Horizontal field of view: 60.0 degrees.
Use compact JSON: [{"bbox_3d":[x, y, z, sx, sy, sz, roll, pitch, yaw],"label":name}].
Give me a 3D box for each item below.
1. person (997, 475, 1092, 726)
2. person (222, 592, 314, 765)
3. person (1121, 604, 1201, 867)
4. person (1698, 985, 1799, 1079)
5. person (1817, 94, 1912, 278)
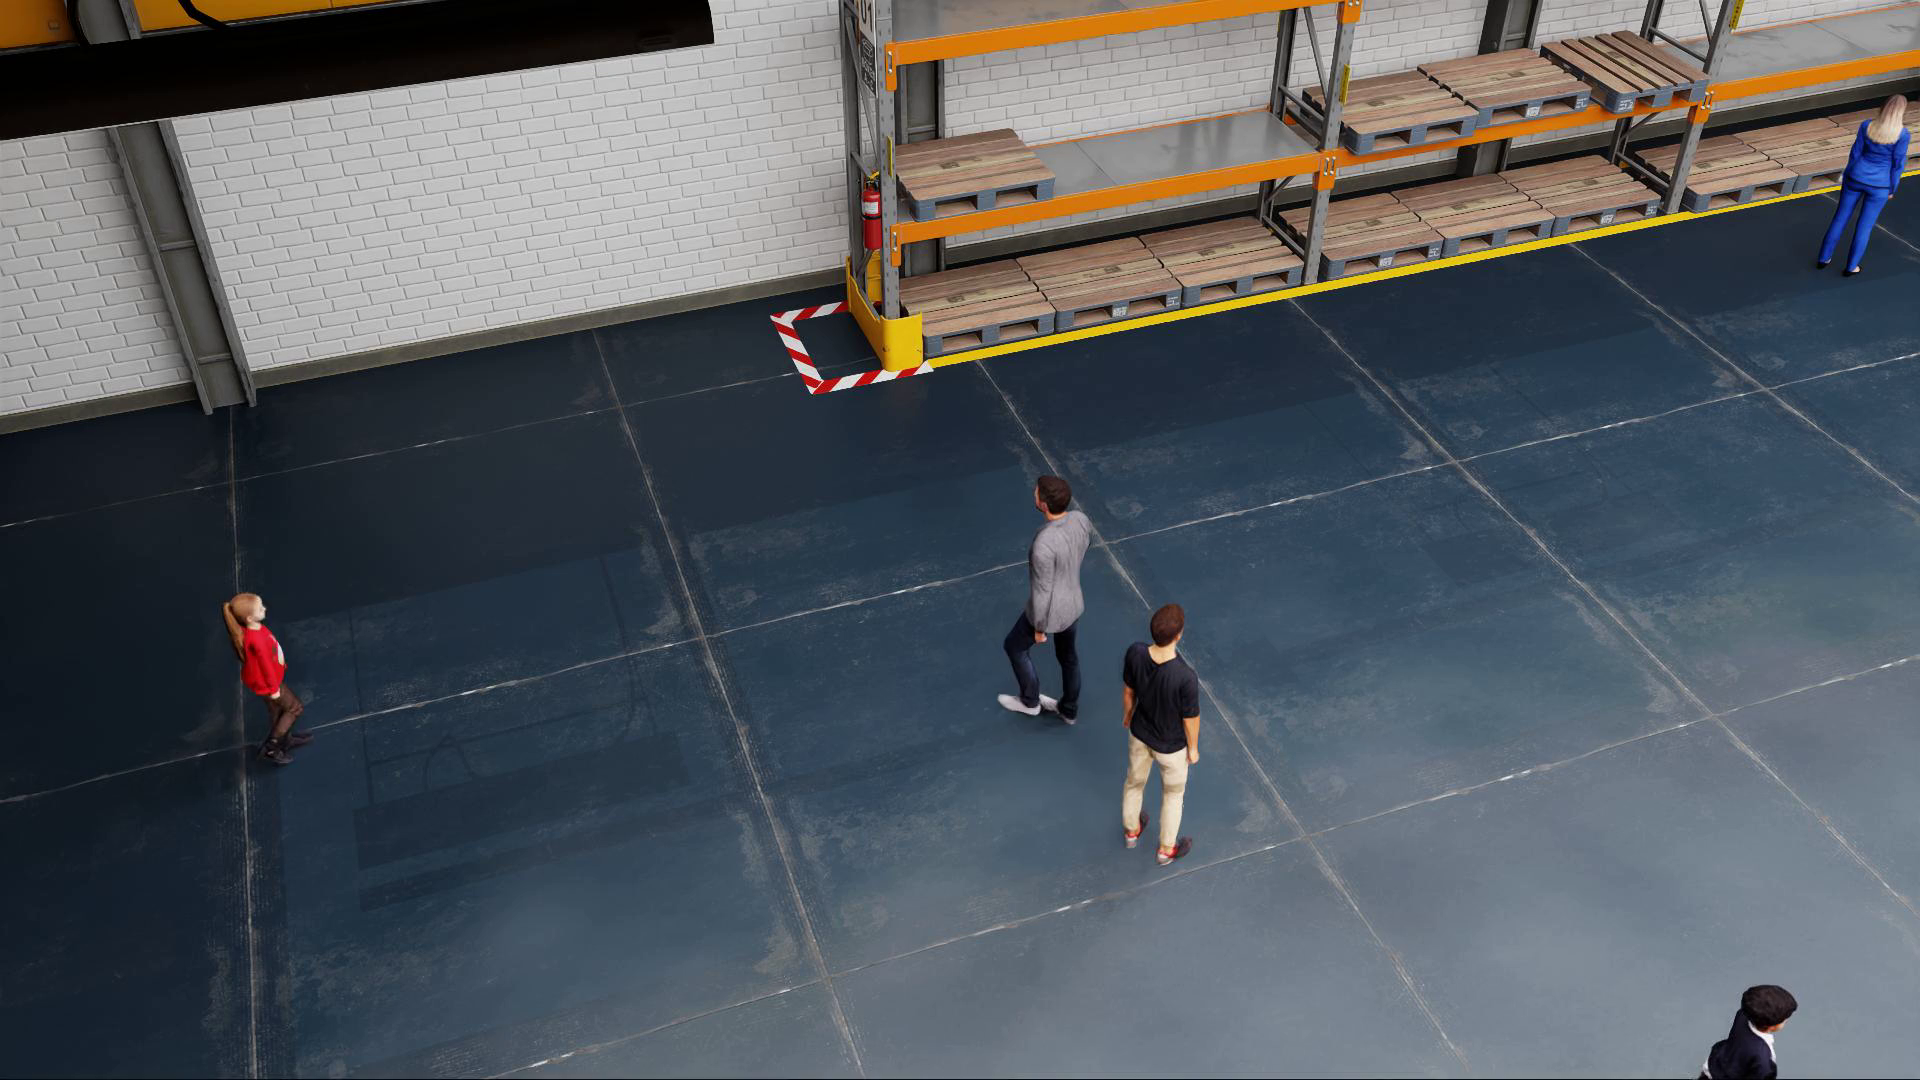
[{"bbox_3d":[0.641,0.447,10.199,0.941,1.852,0.859,28,46,30],"label":"person"},{"bbox_3d":[-4.285,0.861,10.144,0.653,1.273,0.580,-25,45,-28],"label":"person"},{"bbox_3d":[1.106,1.109,9.364,0.738,1.860,0.738,27,46,29],"label":"person"},{"bbox_3d":[3.688,2.584,8.043,0.832,1.203,0.666,0,39,0],"label":"person"},{"bbox_3d":[8.094,-3.167,14.845,0.685,1.700,0.696,-31,48,-33],"label":"person"}]
